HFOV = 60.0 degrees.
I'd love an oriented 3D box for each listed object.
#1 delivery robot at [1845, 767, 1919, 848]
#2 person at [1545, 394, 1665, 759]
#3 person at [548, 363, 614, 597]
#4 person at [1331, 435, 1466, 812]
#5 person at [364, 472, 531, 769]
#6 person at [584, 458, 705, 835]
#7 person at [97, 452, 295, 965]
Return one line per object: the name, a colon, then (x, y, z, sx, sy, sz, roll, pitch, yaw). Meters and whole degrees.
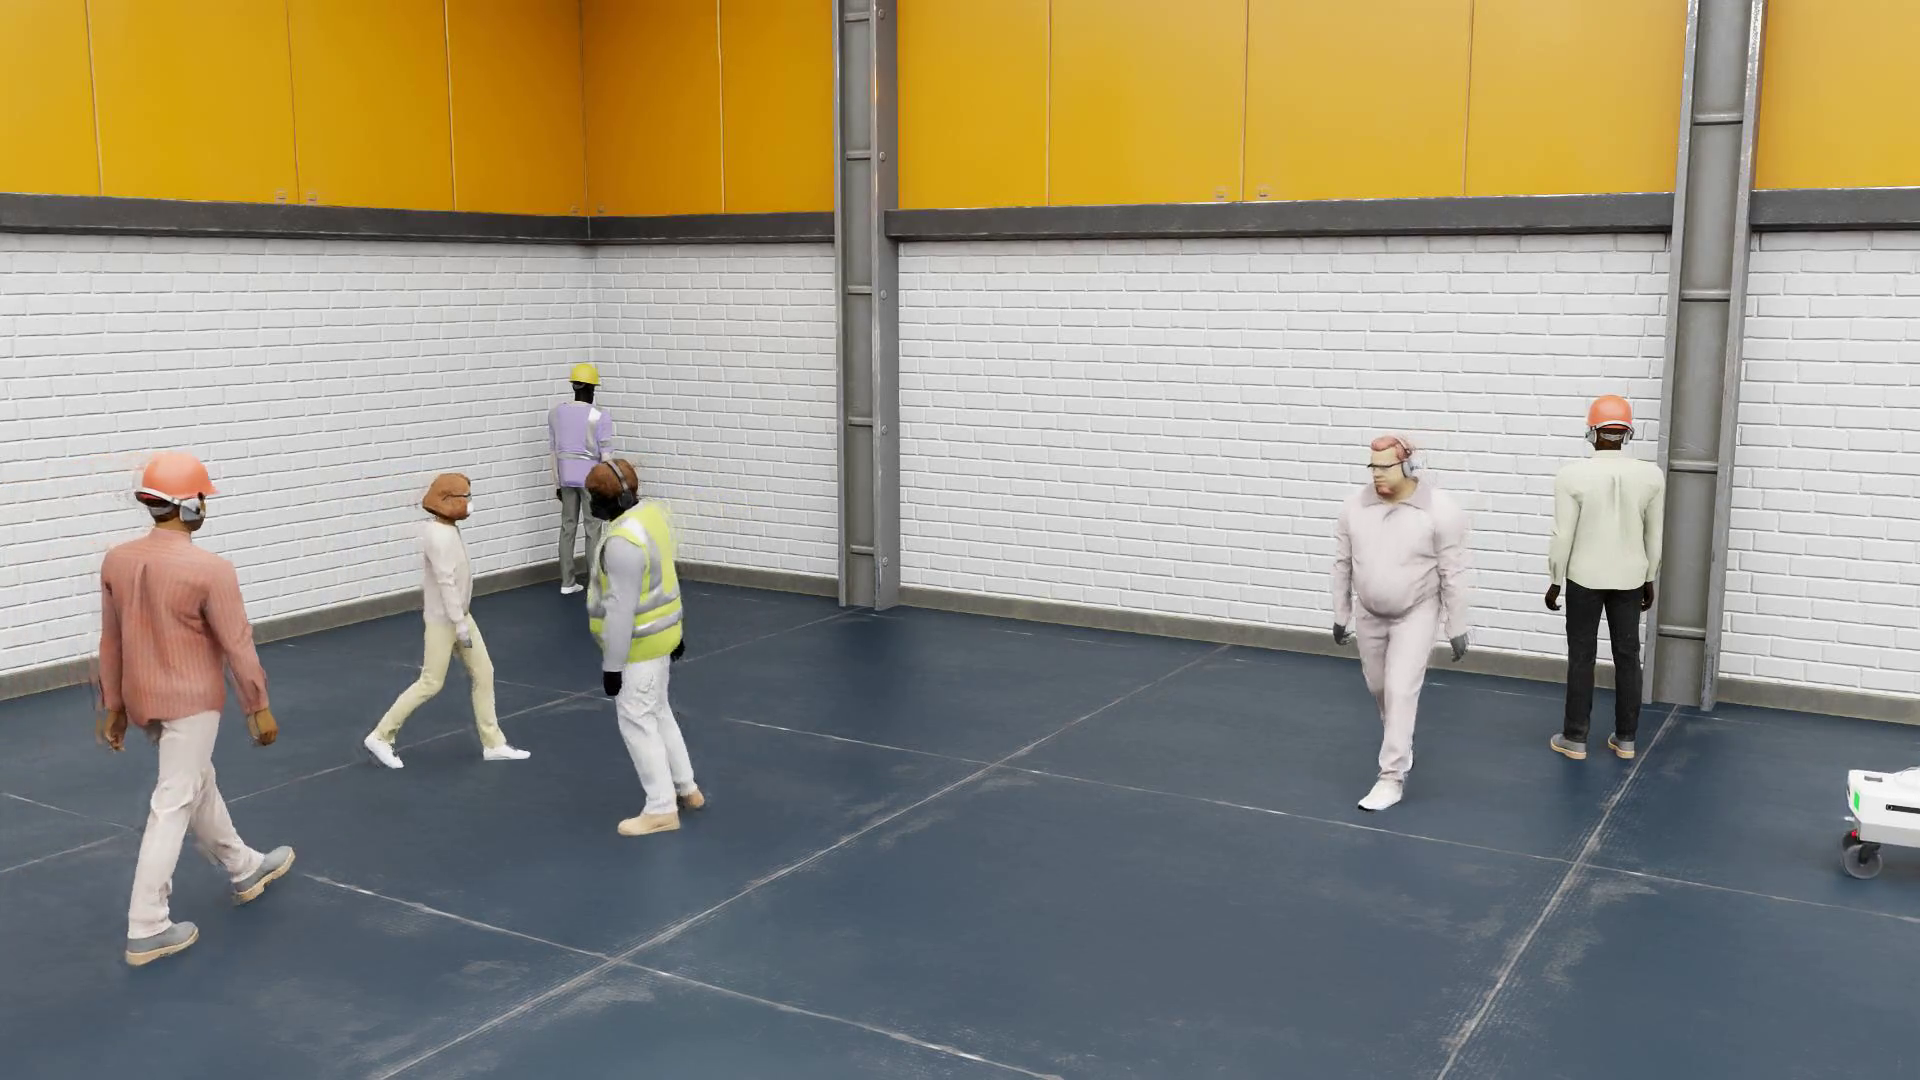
delivery robot: (4.257, 1.172, 7.237, 0.707, 0.478, 0.477, 4, 10, 25)
person: (3.505, 0.206, 9.072, 0.608, 1.996, 0.381, 0, 9, 0)
person: (-3.084, -0.489, 13.657, 0.581, 1.918, 0.389, 3, 10, 17)
person: (2.252, 0.374, 8.483, 0.691, 1.861, 0.934, 7, 12, 38)
person: (-2.791, 0.432, 8.903, 0.801, 1.599, 0.499, 0, 9, -2)
person: (-1.513, 0.500, 7.855, 0.465, 1.803, 0.723, 0, 9, 2)
person: (-3.007, 0.618, 6.641, 0.640, 1.942, 1.005, 4, 10, 22)
